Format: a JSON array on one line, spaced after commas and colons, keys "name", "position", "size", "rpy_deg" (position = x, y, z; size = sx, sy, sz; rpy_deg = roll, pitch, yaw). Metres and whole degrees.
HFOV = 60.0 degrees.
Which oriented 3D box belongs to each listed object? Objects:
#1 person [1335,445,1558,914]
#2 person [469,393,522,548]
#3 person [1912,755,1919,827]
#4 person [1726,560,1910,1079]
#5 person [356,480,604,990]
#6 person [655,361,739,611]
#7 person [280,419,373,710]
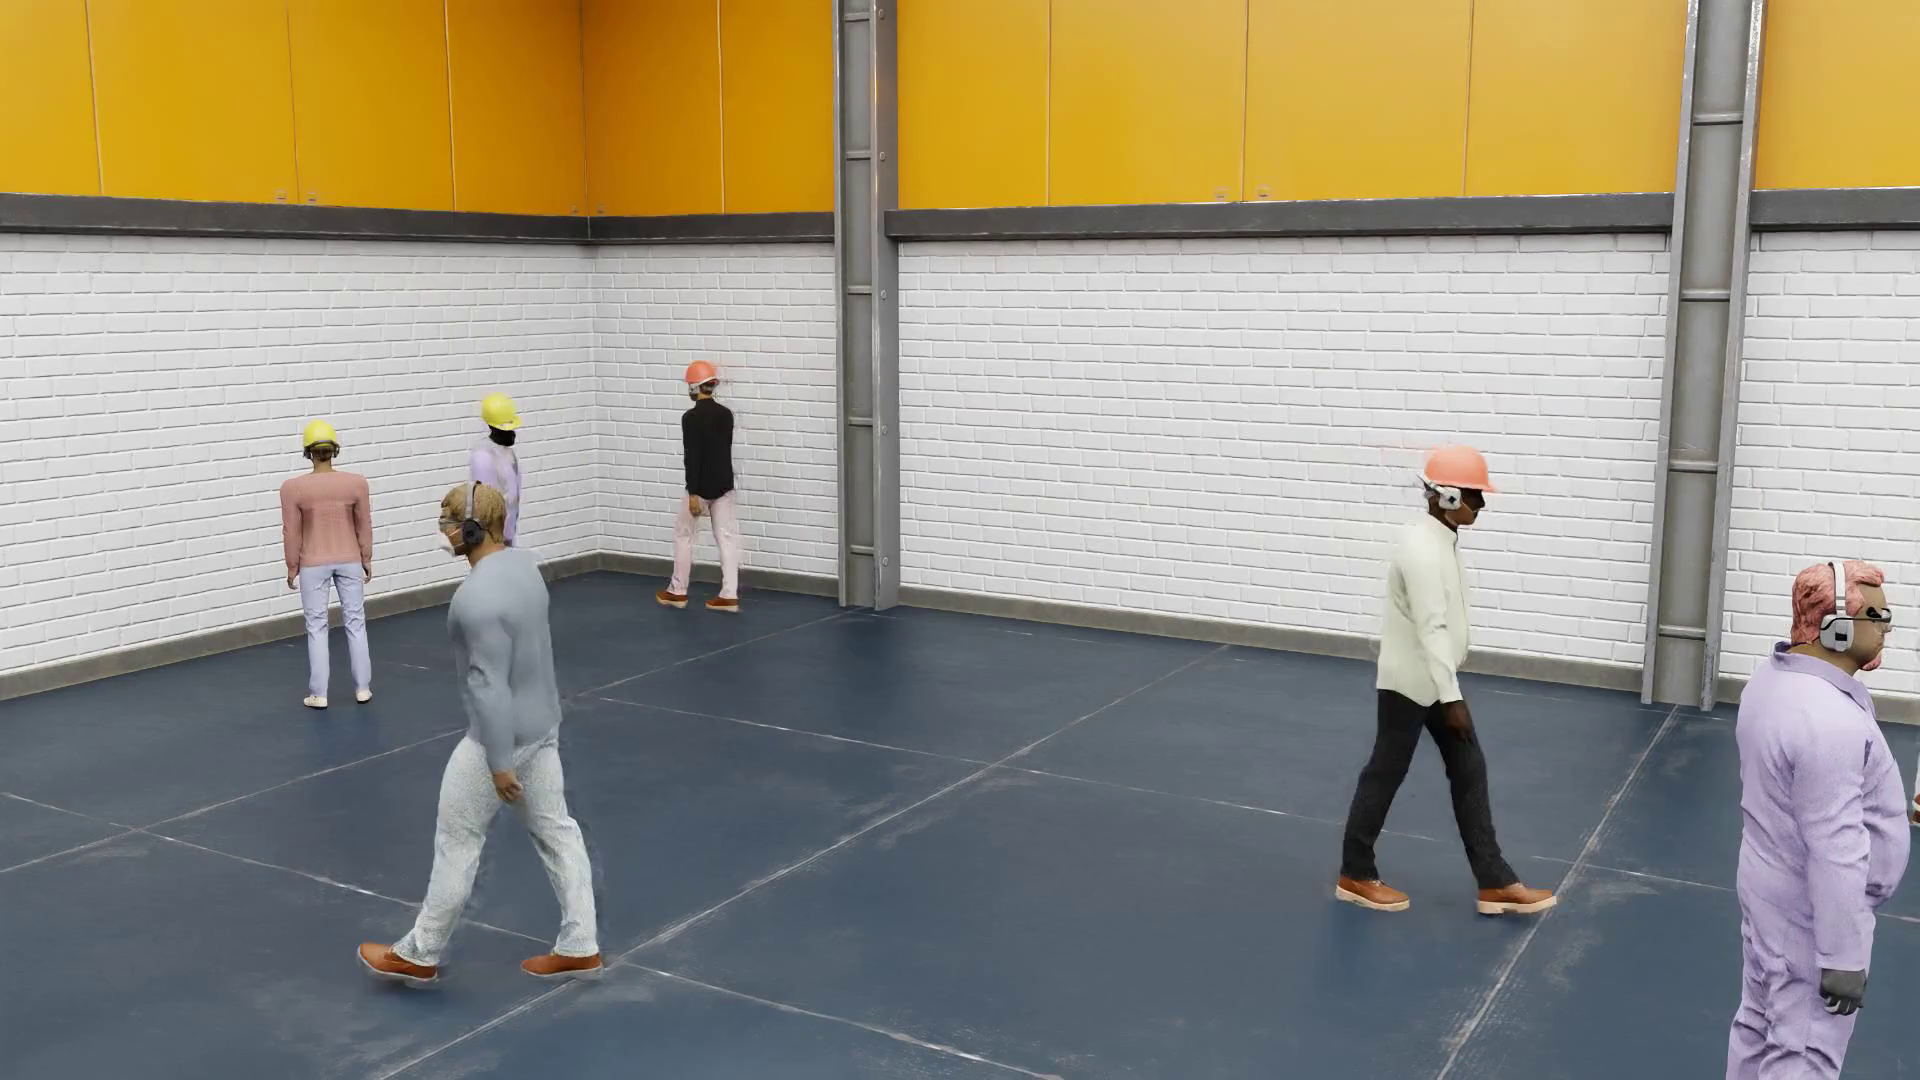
[{"name": "person", "position": [2.005, 0.599, 6.749], "size": [0.977, 1.944, 0.631], "rpy_deg": [6, 11, 33]}, {"name": "person", "position": [-3.065, -0.045, 11.011], "size": [0.493, 1.876, 0.673], "rpy_deg": [0, 9, 0]}, {"name": "person", "position": [4.717, 0.593, 7.805], "size": [0.367, 1.616, 0.536], "rpy_deg": [4, 10, 25]}, {"name": "person", "position": [2.280, 0.995, 4.430], "size": [0.410, 1.909, 0.643], "rpy_deg": [2, 9, 11]}, {"name": "person", "position": [-1.785, 0.722, 6.144], "size": [0.955, 1.894, 0.646], "rpy_deg": [1, 9, 7]}, {"name": "person", "position": [-2.081, -0.428, 13.129], "size": [0.886, 1.956, 0.641], "rpy_deg": [6, 11, 32]}, {"name": "person", "position": [-3.844, 0.150, 10.136], "size": [0.525, 1.770, 0.306], "rpy_deg": [-6, 11, -32]}]
